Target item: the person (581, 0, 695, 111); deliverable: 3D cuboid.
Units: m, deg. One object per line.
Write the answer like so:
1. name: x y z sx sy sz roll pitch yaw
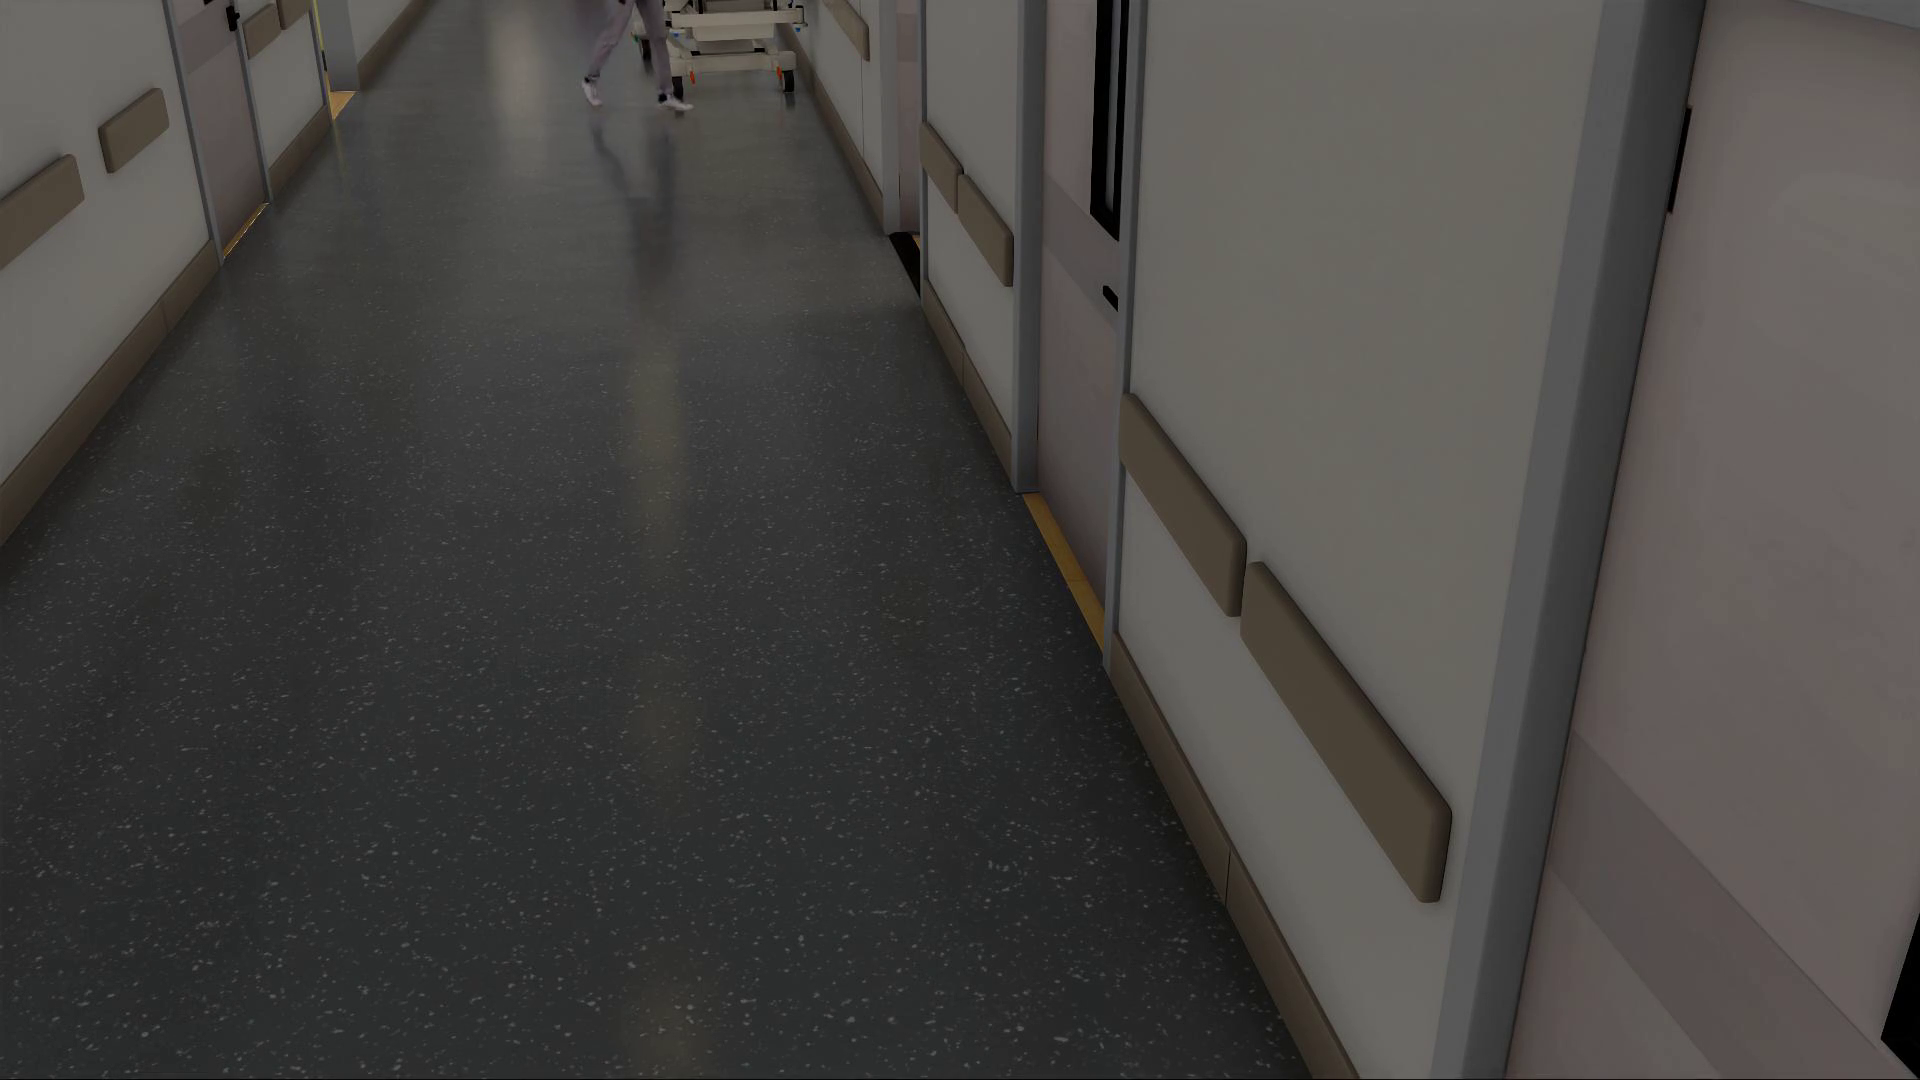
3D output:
1. person: -2.379 -3.947 11.764 1.310 1.803 1.196 16 30 30
